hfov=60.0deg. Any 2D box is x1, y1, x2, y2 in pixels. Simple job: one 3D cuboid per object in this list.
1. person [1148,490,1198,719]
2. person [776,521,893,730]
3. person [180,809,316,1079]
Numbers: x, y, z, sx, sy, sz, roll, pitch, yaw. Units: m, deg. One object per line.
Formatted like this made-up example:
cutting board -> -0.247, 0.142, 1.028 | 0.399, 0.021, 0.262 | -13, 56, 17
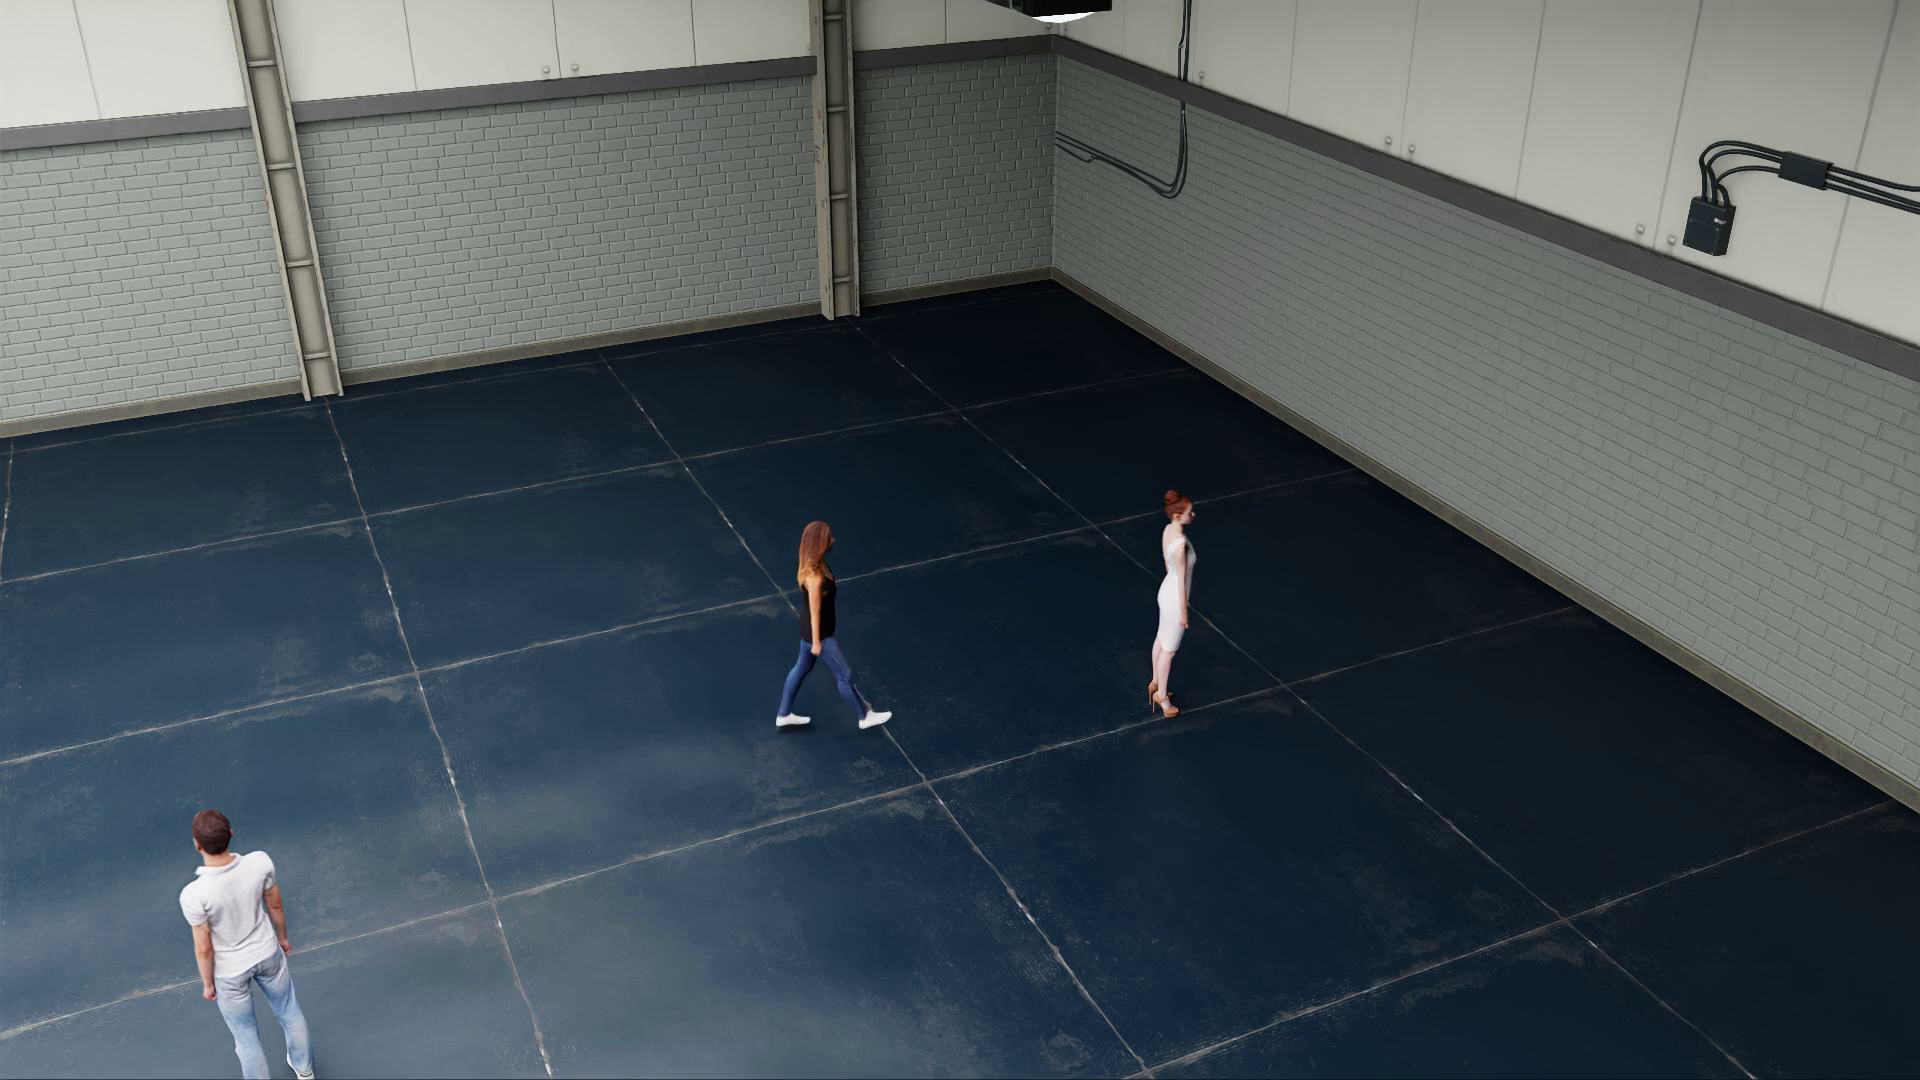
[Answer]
person -> 1.537, 0.454, 12.059 | 0.608, 1.793, 0.640 | -2, 27, -3
person -> -1.079, 0.655, 11.796 | 1.125, 1.677, 0.773 | -5, 28, -9
person -> -3.704, 2.184, 8.635 | 0.783, 1.851, 0.650 | 19, 33, 32
